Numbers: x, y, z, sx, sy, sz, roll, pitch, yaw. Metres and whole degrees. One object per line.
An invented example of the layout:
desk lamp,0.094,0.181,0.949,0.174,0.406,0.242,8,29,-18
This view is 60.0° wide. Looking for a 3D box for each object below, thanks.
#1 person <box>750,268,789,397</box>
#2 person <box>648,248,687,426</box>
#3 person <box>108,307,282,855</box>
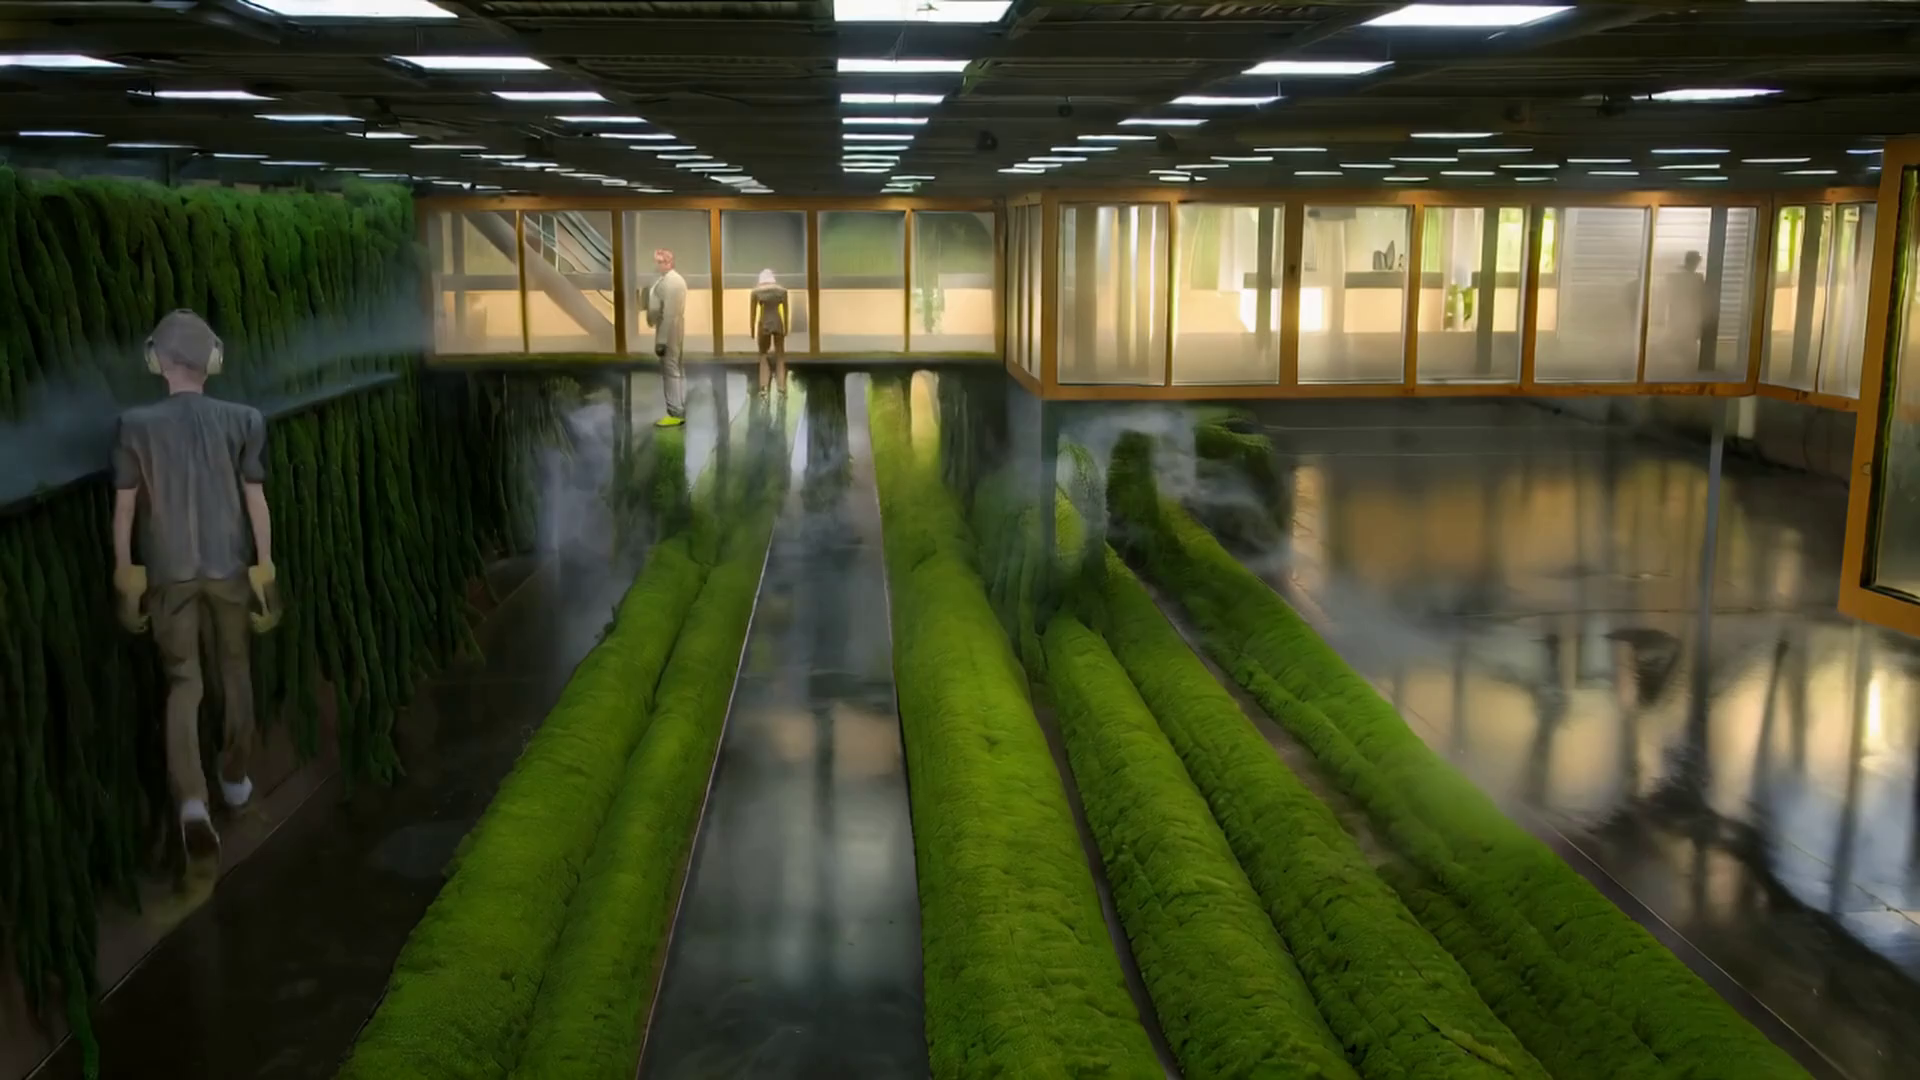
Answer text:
person,-2.407,-2.624,21.072,0.498,1.634,0.279,-3,11,-18
person,-3.161,-2.183,17.965,0.411,1.908,0.643,1,11,3
person,-2.627,0.127,5.715,0.526,1.841,0.909,-4,11,-21
